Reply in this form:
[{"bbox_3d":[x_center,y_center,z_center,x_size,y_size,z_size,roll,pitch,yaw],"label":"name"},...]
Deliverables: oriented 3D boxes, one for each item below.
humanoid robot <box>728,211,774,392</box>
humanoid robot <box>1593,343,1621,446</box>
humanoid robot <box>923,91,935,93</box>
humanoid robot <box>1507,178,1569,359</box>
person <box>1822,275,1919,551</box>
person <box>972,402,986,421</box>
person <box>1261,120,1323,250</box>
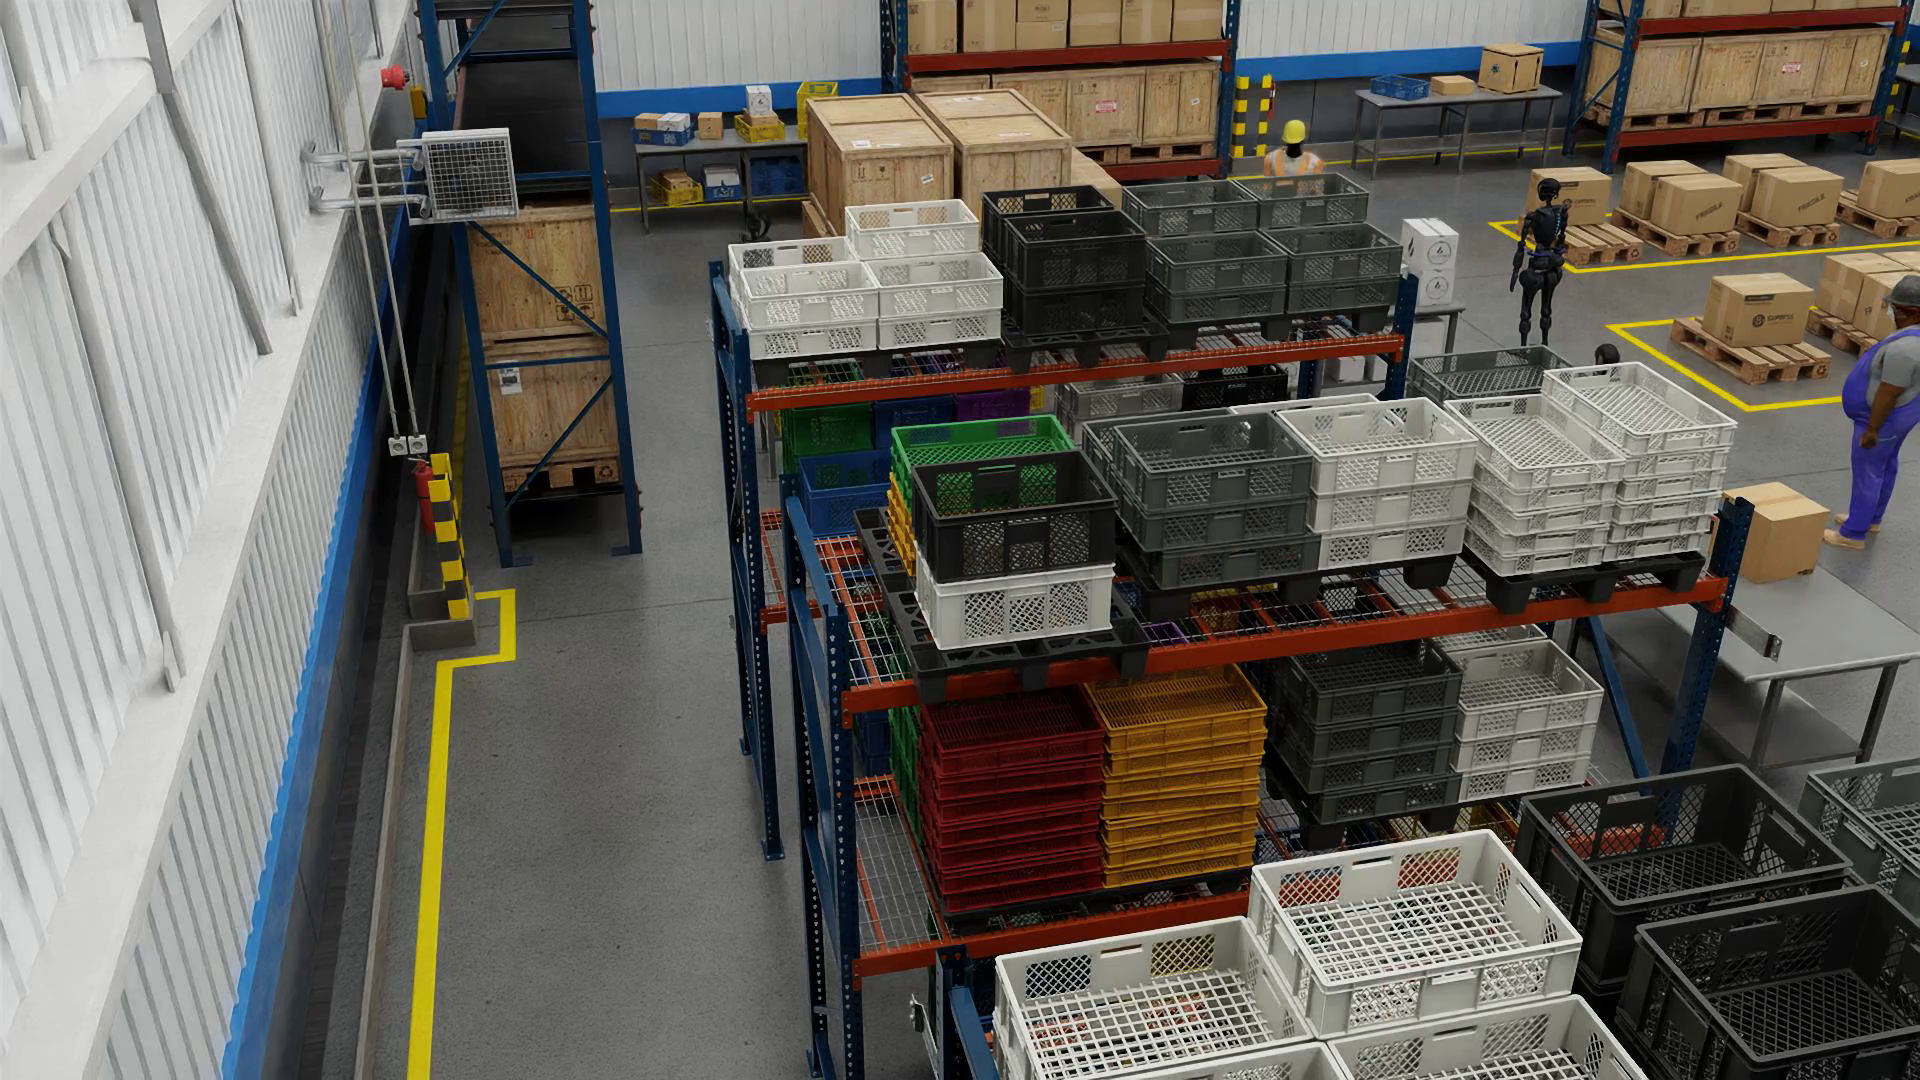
[{"bbox_3d":[-1.811,-2.040,14.413,0.489,1.628,0.720,17,32,29],"label":"humanoid robot"},{"bbox_3d":[4.397,-0.586,11.632,0.608,1.657,0.313,-3,28,-5],"label":"humanoid robot"},{"bbox_3d":[-0.426,-4.208,18.533,0.414,1.627,0.629,-2,28,-4],"label":"humanoid robot"},{"bbox_3d":[5.332,-2.506,15.289,0.574,1.651,0.338,-13,30,-23],"label":"humanoid robot"},{"bbox_3d":[6.590,-0.928,11.910,0.536,2.000,0.681,24,36,37],"label":"person"},{"bbox_3d":[0.168,-0.080,10.468,0.356,1.882,0.574,-24,36,-38],"label":"person"},{"bbox_3d":[3.199,-3.144,16.257,0.595,1.908,0.586,9,29,17],"label":"person"}]
